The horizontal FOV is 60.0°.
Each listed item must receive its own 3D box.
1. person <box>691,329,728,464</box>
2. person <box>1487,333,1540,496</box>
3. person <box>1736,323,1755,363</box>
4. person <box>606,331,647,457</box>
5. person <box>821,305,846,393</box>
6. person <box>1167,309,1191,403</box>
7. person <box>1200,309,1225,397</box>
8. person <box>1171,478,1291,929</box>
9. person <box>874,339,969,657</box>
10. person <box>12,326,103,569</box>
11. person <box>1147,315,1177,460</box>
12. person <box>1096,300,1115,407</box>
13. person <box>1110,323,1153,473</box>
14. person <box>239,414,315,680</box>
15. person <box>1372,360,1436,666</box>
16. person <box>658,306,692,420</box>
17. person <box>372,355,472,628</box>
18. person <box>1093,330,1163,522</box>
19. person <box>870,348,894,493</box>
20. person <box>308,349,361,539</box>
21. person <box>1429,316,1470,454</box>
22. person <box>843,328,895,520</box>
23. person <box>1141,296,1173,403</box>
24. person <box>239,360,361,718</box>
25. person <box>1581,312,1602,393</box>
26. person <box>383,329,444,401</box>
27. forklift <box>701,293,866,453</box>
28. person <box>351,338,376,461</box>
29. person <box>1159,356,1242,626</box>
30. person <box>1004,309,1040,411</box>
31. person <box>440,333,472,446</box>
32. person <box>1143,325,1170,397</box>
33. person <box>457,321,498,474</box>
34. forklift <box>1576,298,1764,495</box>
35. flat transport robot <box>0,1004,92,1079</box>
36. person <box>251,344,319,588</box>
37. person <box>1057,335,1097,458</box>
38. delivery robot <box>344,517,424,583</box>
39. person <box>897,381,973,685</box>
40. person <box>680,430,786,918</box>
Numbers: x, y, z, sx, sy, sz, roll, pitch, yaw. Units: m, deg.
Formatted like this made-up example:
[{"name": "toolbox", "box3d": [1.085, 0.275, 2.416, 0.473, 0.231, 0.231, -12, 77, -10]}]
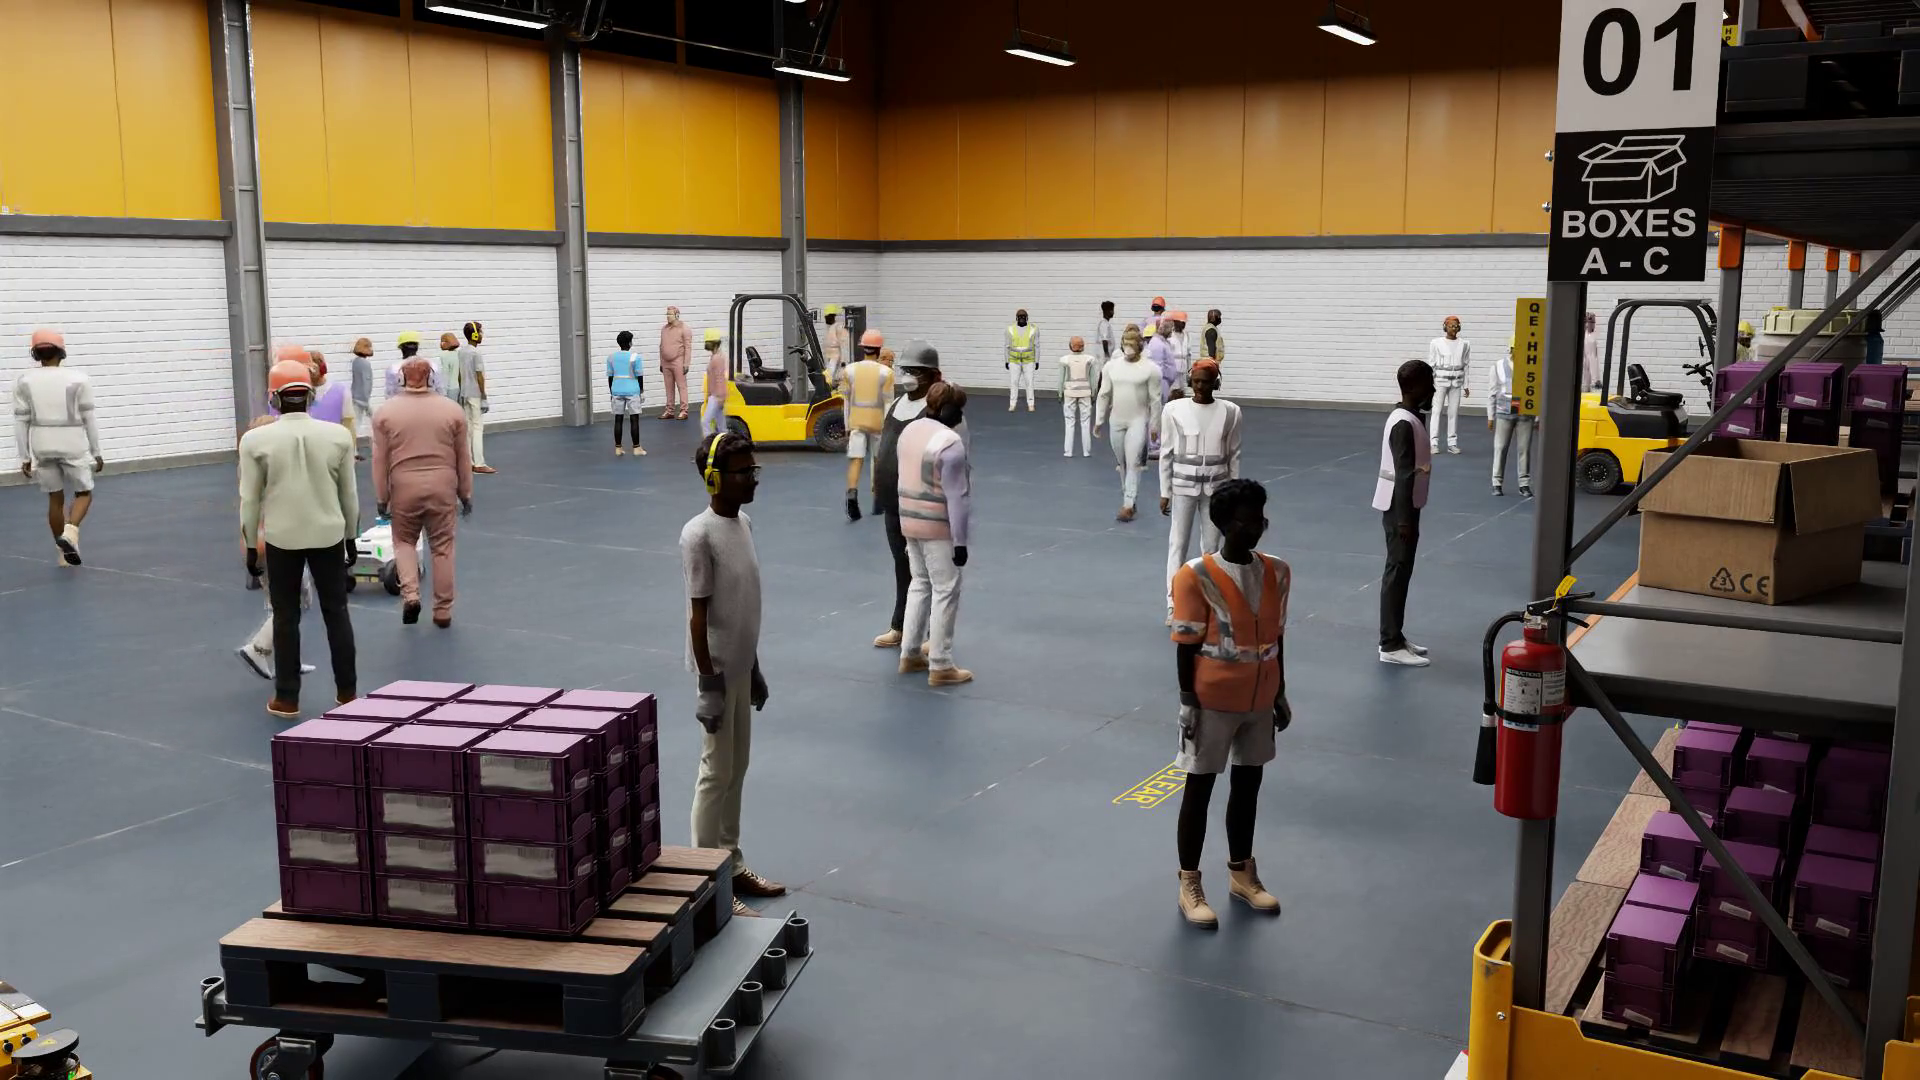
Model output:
[{"name": "person", "box3d": [-3.242, -1.830, 21.360, 0.658, 1.747, 0.559, -2, 9, -13]}, {"name": "person", "box3d": [6.122, -1.387, 18.359, 0.590, 1.823, 0.403, 2, 9, 11]}, {"name": "person", "box3d": [10.471, -2.028, 22.508, 0.448, 1.787, 0.642, 7, 11, 36]}, {"name": "person", "box3d": [-4.475, -1.957, 22.317, 0.533, 1.692, 0.319, 2, 9, 13]}, {"name": "person", "box3d": [-2.390, -3.272, 29.911, 0.905, 1.890, 0.607, -5, 10, -27]}, {"name": "person", "box3d": [3.376, -2.703, 26.308, 0.549, 1.913, 0.725, -5, 11, -31]}, {"name": "person", "box3d": [4.397, -3.098, 28.978, 0.429, 1.841, 0.634, 1, 9, 3]}, {"name": "person", "box3d": [1.031, 0.606, 6.307, 0.532, 1.699, 0.318, -5, 10, -28]}, {"name": "person", "box3d": [-0.295, -0.275, 10.735, 0.537, 2.000, 0.682, -8, 12, -42]}, {"name": "person", "box3d": [-7.425, -0.739, 13.682, 0.630, 2.023, 0.595, -2, 9, -12]}, {"name": "person", "box3d": [2.668, -2.009, 21.987, 0.402, 1.904, 0.651, 2, 9, 10]}, {"name": "person", "box3d": [2.678, -3.425, 30.627, 0.361, 1.963, 0.613, 0, 9, 2]}, {"name": "person", "box3d": [2.118, -1.746, 20.529, 0.516, 1.843, 0.327, 0, 9, 3]}, {"name": "person", "box3d": [-4.125, 0.056, 9.962, 0.534, 1.620, 0.468, 6, 11, 34]}, {"name": "person", "box3d": [2.810, -0.180, 10.524, 0.391, 1.919, 0.591, 2, 9, 15]}, {"name": "person", "box3d": [-4.814, -2.969, 27.974, 0.640, 1.909, 0.409, 5, 10, 29]}, {"name": "person", "box3d": [-3.717, -0.326, 11.526, 0.664, 1.891, 0.424, -4, 10, -22]}, {"name": "person", "box3d": [1.684, -1.155, 16.701, 0.641, 1.914, 0.791, 5, 10, 28]}, {"name": "person", "box3d": [-0.850, -1.304, 18.425, 0.280, 1.633, 0.498, -2, 9, -14]}, {"name": "person", "box3d": [-5.464, -0.735, 14.323, 0.605, 1.816, 0.466, 2, 9, 11]}, {"name": "person", "box3d": [6.668, -2.112, 22.694, 0.574, 1.883, 0.355, -1, 9, -4]}, {"name": "person", "box3d": [-0.929, -1.158, 16.651, 0.544, 1.913, 0.850, 2, 9, 9]}, {"name": "person", "box3d": [3.571, -3.375, 30.077, 0.605, 2.045, 0.388, 3, 10, 19]}, {"name": "person", "box3d": [-3.680, -0.012, 9.311, 0.632, 1.981, 0.433, -6, 11, -32]}, {"name": "person", "box3d": [9.178, -2.372, 24.321, 0.740, 1.882, 0.642, 0, 9, -1]}, {"name": "person", "box3d": [-5.595, -1.212, 17.055, 0.619, 1.896, 0.493, -7, 12, -39]}, {"name": "forklift", "box3d": [-2.458, -2.344, 23.176, 2.313, 2.155, 1.214, 0, 9, -2]}, {"name": "person", "box3d": [-7.761, -1.839, 21.830, 0.674, 1.609, 0.511, -8, 12, -42]}, {"name": "person", "box3d": [1.669, -0.334, 11.592, 0.572, 1.886, 0.355, 0, 9, -2]}, {"name": "person", "box3d": [1.107, -3.195, 29.648, 0.644, 1.831, 0.431, 1, 9, 6]}, {"name": "person", "box3d": [-7.155, -2.113, 23.517, 0.295, 1.629, 0.500, 4, 10, 22]}, {"name": "person", "box3d": [2.646, -2.098, 23.042, 0.532, 1.749, 0.683, 1, 9, 8]}, {"name": "person", "box3d": [-5.969, -1.747, 20.453, 0.521, 1.873, 0.334, 9, 13, 44]}, {"name": "forklift", "box3d": [7.954, -1.589, 18.462, 2.313, 2.155, 1.214, 5, 11, 30]}, {"name": "flat transport robot", "box3d": [-3.301, 1.514, 5.078, 1.431, 0.197, 0.652, 7, 12, 39]}, {"name": "person", "box3d": [-5.173, -0.581, 13.072, 0.956, 1.895, 0.575, -8, 12, -41]}, {"name": "person", "box3d": [1.564, -1.910, 22.205, 0.522, 1.634, 0.310, 0, 9, 0]}, {"name": "delivery robot", "box3d": [-4.477, 0.065, 12.925, 0.477, 0.478, 0.707, 2, 9, 9]}, {"name": "person", "box3d": [-0.143, -0.049, 10.031, 0.431, 1.820, 0.647, -6, 11, -32]}, {"name": "person", "box3d": [-0.871, 0.514, 6.349, 0.328, 1.872, 0.514, 2, 9, 12]}]
